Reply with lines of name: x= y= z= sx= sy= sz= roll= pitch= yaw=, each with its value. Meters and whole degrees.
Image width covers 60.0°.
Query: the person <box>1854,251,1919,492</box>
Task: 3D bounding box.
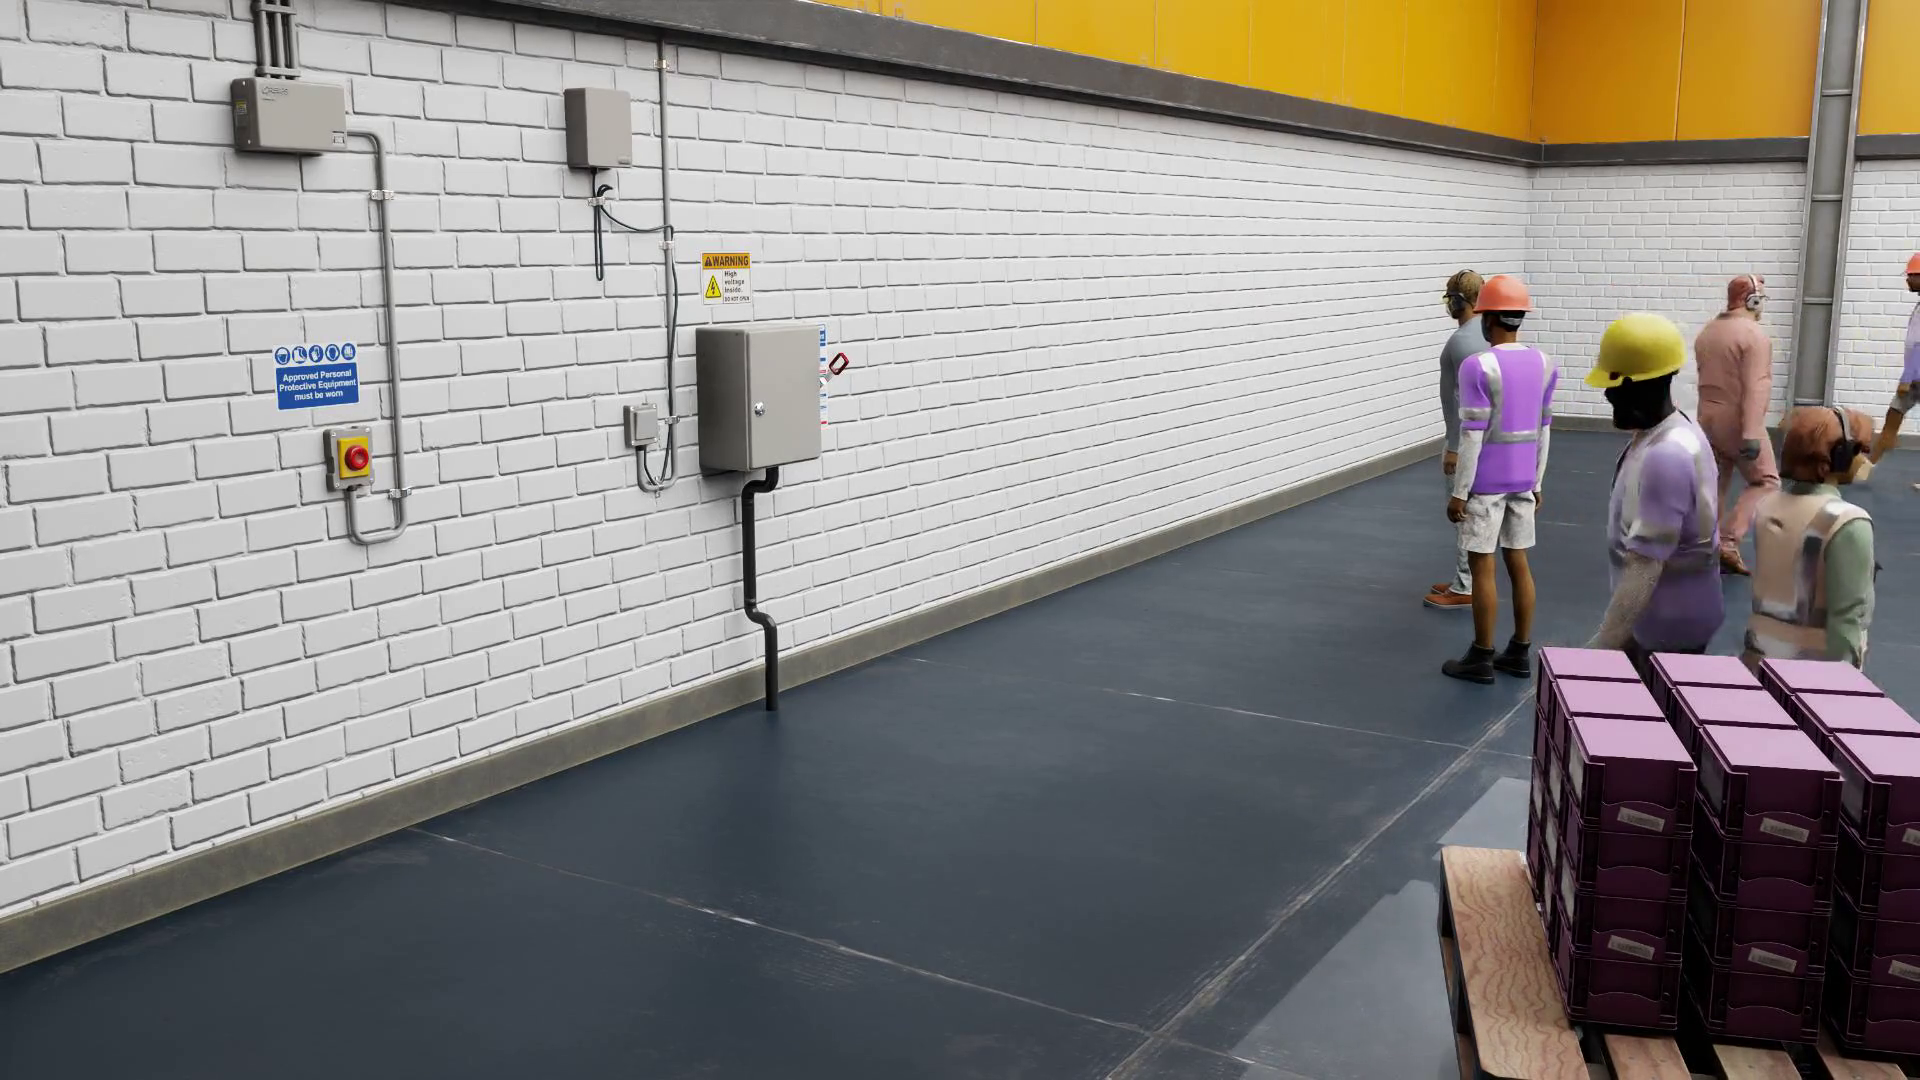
person: x=7.891 y=-1.392 z=13.891 sx=1.002 sy=1.995 sz=0.639 roll=4 pitch=11 yaw=23

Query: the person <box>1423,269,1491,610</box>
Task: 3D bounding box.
person: x=2.882 y=-0.565 z=9.493 sx=0.379 sy=1.937 sz=0.629 roll=5 pitch=12 yaw=27

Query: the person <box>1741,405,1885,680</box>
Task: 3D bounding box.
person: x=2.476 y=0.420 z=4.849 sx=0.369 sy=1.625 sz=0.524 roll=-1 pitch=10 yaw=-5

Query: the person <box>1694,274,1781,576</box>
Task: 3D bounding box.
person: x=4.830 y=-0.699 z=10.345 sx=0.439 sy=1.888 sz=0.685 roll=-2 pitch=10 yaw=-9

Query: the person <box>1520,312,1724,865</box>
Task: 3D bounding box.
person: x=2.062 y=0.246 z=5.165 sx=0.810 sy=1.879 sz=0.631 roll=3 pitch=11 yaw=15

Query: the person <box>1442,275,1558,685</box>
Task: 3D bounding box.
person: x=2.545 y=-0.284 z=7.929 sx=0.552 sy=1.934 sz=0.373 roll=-5 pitch=11 yaw=-25
